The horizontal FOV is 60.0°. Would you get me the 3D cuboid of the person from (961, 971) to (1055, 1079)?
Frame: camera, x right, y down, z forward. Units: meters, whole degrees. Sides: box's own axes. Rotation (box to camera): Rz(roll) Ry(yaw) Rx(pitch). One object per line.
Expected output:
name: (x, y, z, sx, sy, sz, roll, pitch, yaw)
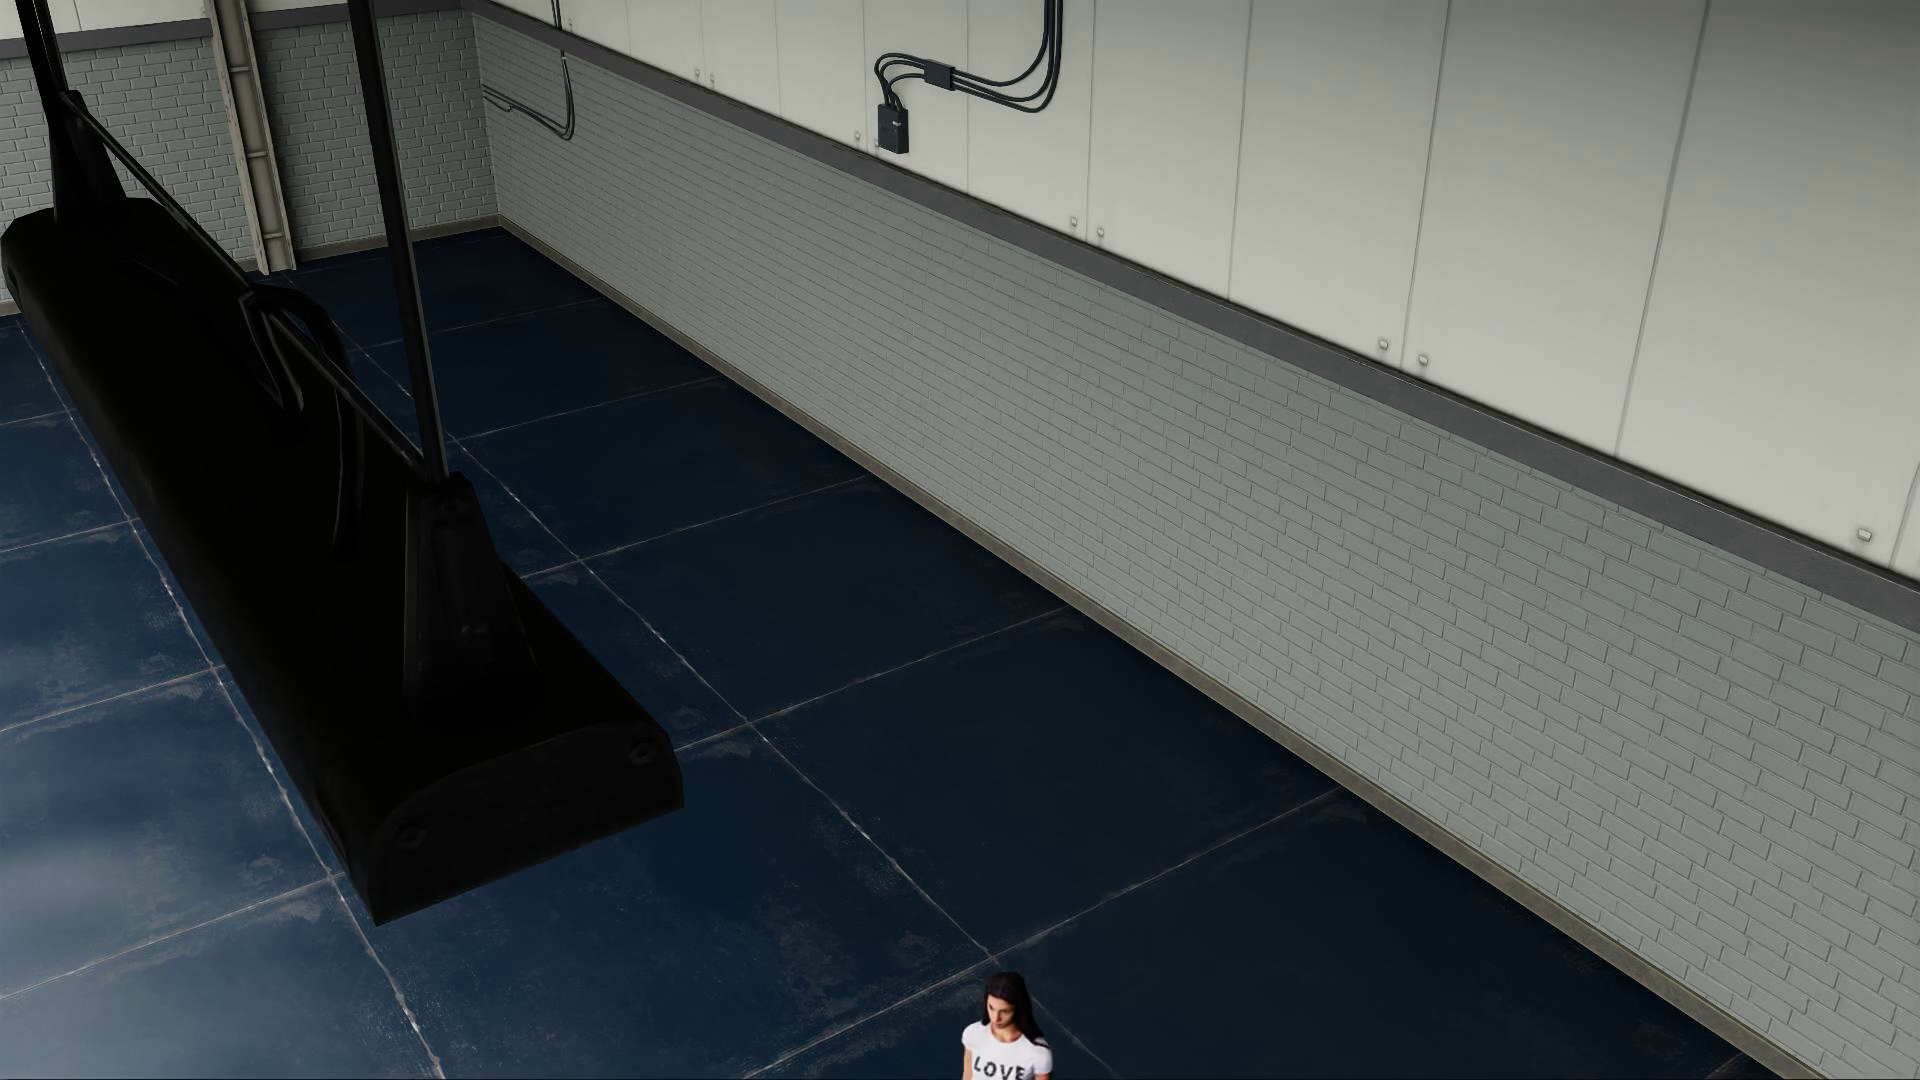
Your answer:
person: (0.222, 2.661, 7.668, 0.914, 1.760, 1.060, 11, 30, 19)
